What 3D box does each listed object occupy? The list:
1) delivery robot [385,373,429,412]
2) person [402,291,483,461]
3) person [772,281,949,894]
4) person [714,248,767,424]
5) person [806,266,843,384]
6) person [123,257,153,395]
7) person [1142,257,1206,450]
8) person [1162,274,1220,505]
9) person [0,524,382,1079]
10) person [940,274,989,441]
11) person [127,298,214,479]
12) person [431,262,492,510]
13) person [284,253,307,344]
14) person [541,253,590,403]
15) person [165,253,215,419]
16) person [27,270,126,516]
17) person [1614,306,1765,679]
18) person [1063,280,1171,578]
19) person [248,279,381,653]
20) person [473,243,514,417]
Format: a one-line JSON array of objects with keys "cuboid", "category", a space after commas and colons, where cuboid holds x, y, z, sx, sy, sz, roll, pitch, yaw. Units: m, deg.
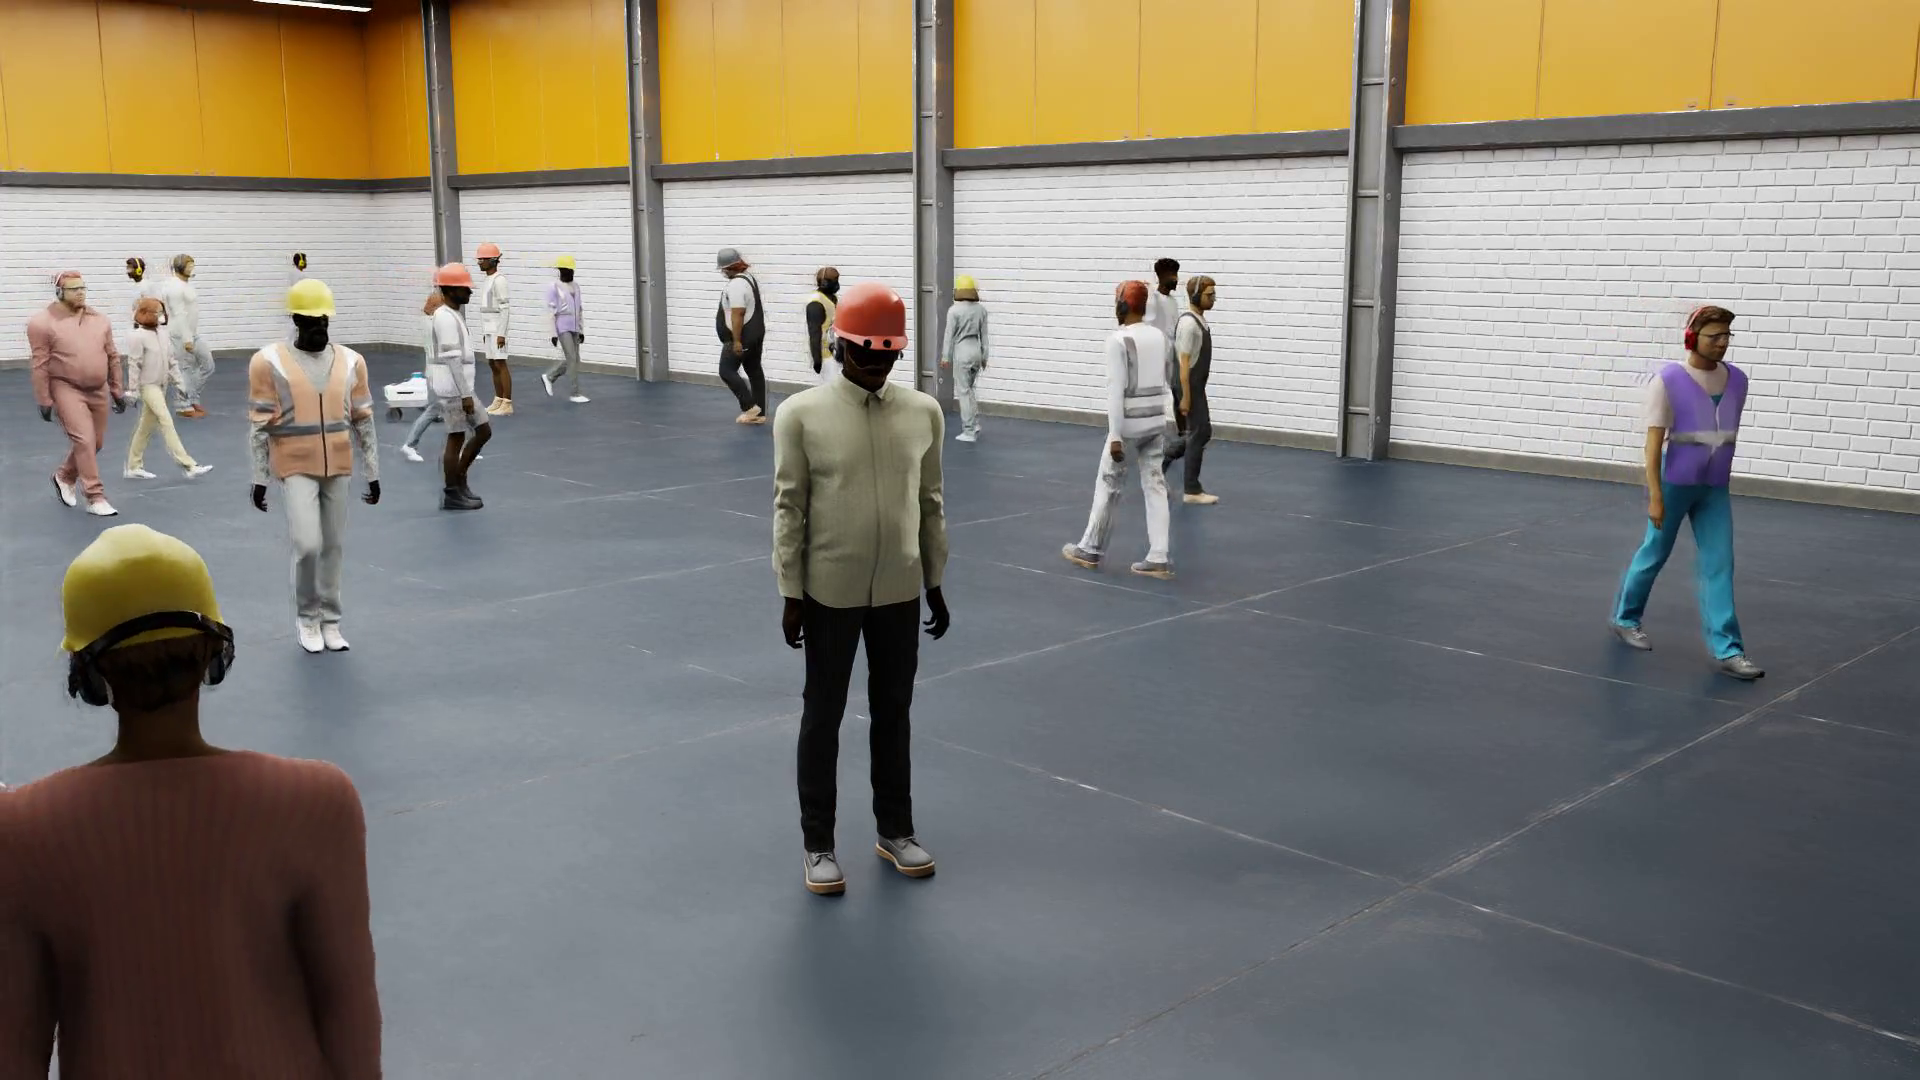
[{"cuboid": [-6.226, -1.680, 19.103, 0.707, 0.478, 0.477, -2, 11, -11], "category": "delivery robot"}, {"cuboid": [-4.948, -1.542, 15.770, 0.620, 1.635, 0.515, 1, 10, 6], "category": "person"}, {"cuboid": [-0.311, 0.154, 5.453, 0.608, 1.987, 0.388, -5, 12, -26], "category": "person"}, {"cuboid": [-2.459, -2.300, 18.686, 0.540, 2.000, 0.794, 3, 11, 15], "category": "person"}, {"cuboid": [-1.425, -1.933, 17.295, 0.719, 1.819, 0.633, 3, 11, 15], "category": "person"}, {"cuboid": [-10.891, -2.870, 22.368, 0.768, 1.841, 0.542, -7, 12, -32], "category": "person"}, {"cuboid": [1.960, -1.857, 16.608, 0.991, 1.926, 0.607, 8, 13, 39], "category": "person"}, {"cuboid": [1.783, -1.190, 13.206, 0.543, 1.828, 0.526, 3, 11, 16], "category": "person"}, {"cuboid": [-1.057, 0.862, 2.267, 0.522, 1.749, 0.606, -3, 11, -18], "category": "person"}, {"cuboid": [0.051, -1.895, 17.339, 0.498, 1.726, 0.466, -9, 14, -40], "category": "person"}, {"cuboid": [-6.955, -1.309, 14.495, 0.843, 1.580, 0.522, 1, 10, 3], "category": "person"}, {"cuboid": [-3.867, -1.174, 12.865, 0.421, 1.920, 0.554, -1, 10, -4], "category": "person"}, {"cuboid": [-11.546, -4.118, 29.208, 0.545, 1.818, 0.968, 9, 14, 40], "category": "person"}, {"cuboid": [-5.085, -2.713, 21.311, 0.729, 1.902, 0.597, 4, 11, 23], "category": "person"}, {"cuboid": [-8.901, -2.341, 19.236, 0.490, 1.920, 0.644, -1, 10, -8], "category": "person"}, {"cuboid": [-6.820, -1.143, 12.828, 0.876, 1.880, 0.647, 6, 12, 29], "category": "person"}, {"cuboid": [3.626, -0.263, 8.268, 0.588, 1.796, 0.988, -3, 11, -14], "category": "person"}, {"cuboid": [1.041, -0.708, 10.533, 0.583, 1.845, 0.902, -8, 13, -37], "category": "person"}, {"cuboid": [-3.253, -0.361, 8.452, 0.621, 1.909, 0.456, -10, 14, -43], "category": "person"}, {"cuboid": [-5.516, -2.474, 19.626, 0.377, 2.041, 0.616, -7, 12, -32], "category": "person"}]
